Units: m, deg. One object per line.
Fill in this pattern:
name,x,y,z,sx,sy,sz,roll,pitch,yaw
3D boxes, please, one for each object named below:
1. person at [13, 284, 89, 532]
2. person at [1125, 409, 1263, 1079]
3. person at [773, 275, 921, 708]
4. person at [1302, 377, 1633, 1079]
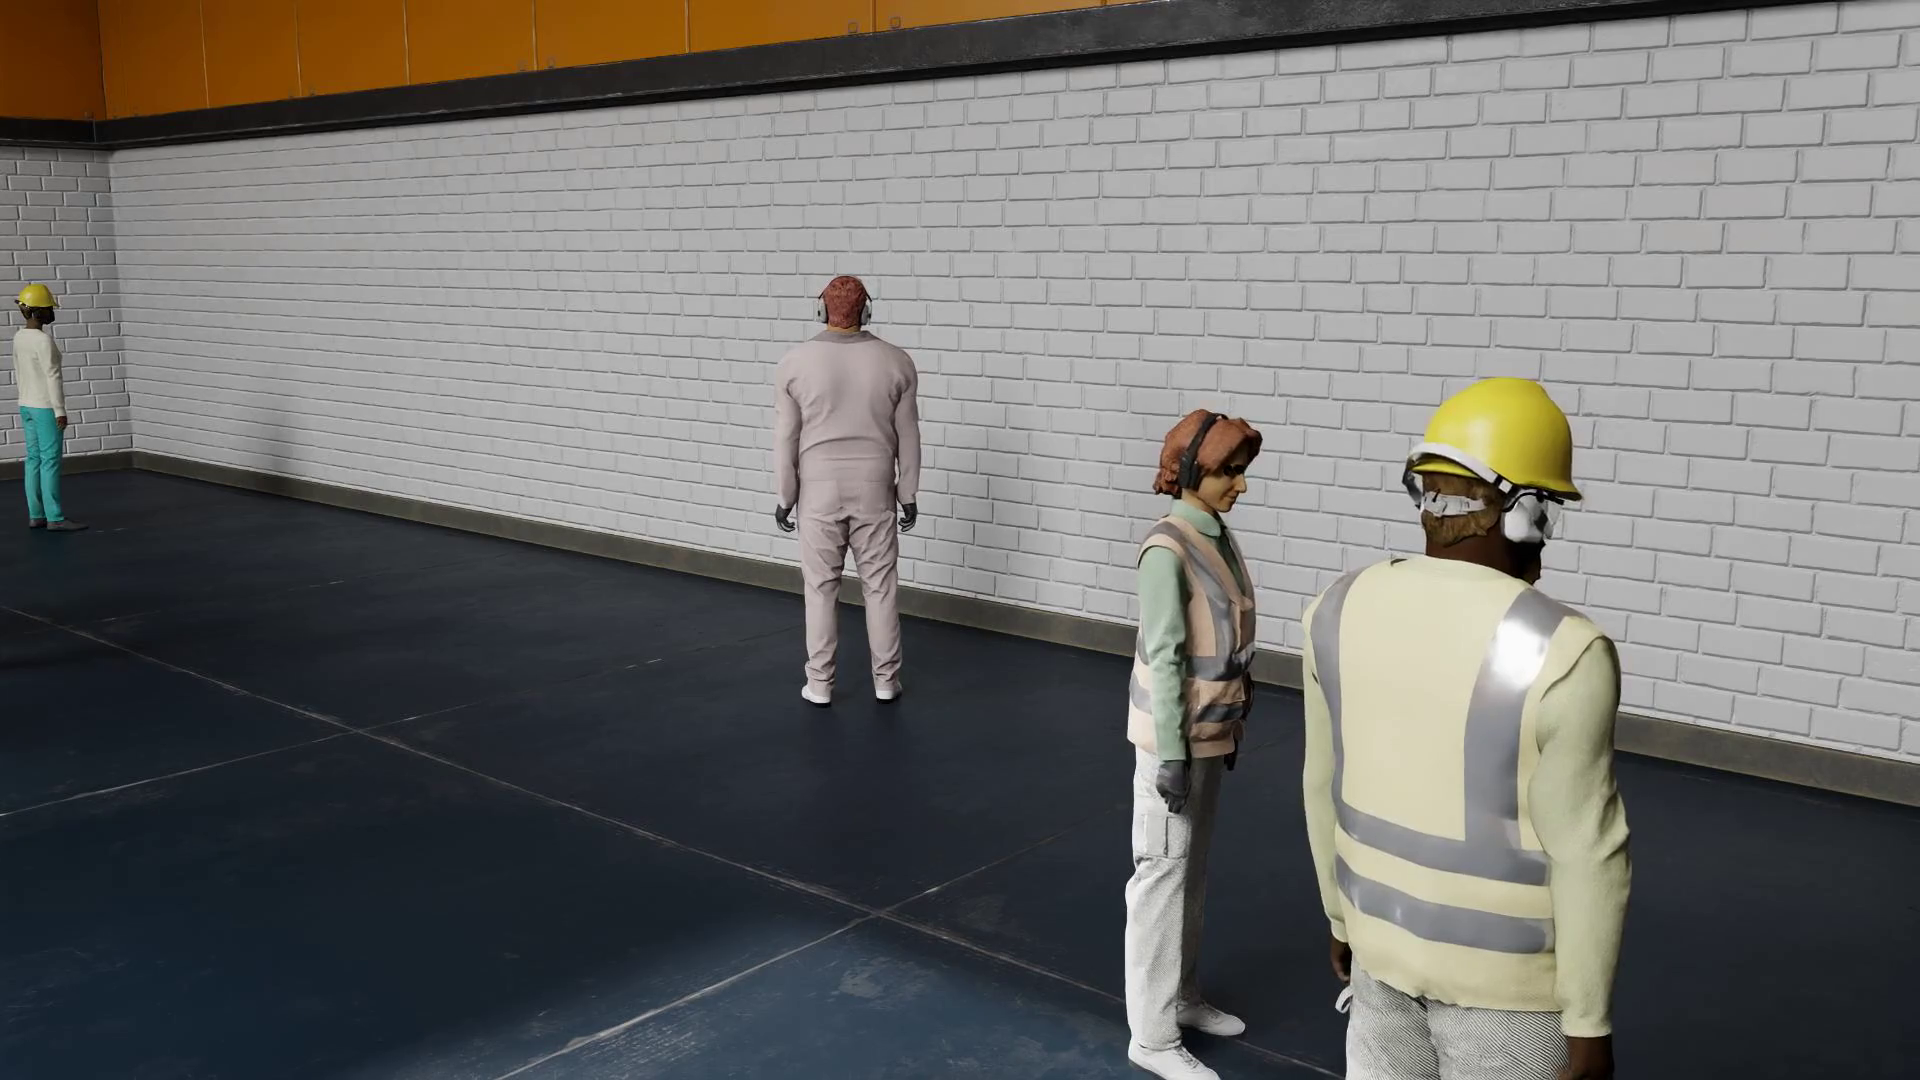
person,-6.548,-0.939,11.912,0.532,1.768,0.311,7,12,36
person,0.565,0.497,4.093,0.310,1.639,0.514,4,11,22
person,-0.500,-0.210,7.359,0.653,1.906,0.405,-2,10,-10
person,0.820,0.652,2.691,0.403,1.823,0.586,-7,12,-34
